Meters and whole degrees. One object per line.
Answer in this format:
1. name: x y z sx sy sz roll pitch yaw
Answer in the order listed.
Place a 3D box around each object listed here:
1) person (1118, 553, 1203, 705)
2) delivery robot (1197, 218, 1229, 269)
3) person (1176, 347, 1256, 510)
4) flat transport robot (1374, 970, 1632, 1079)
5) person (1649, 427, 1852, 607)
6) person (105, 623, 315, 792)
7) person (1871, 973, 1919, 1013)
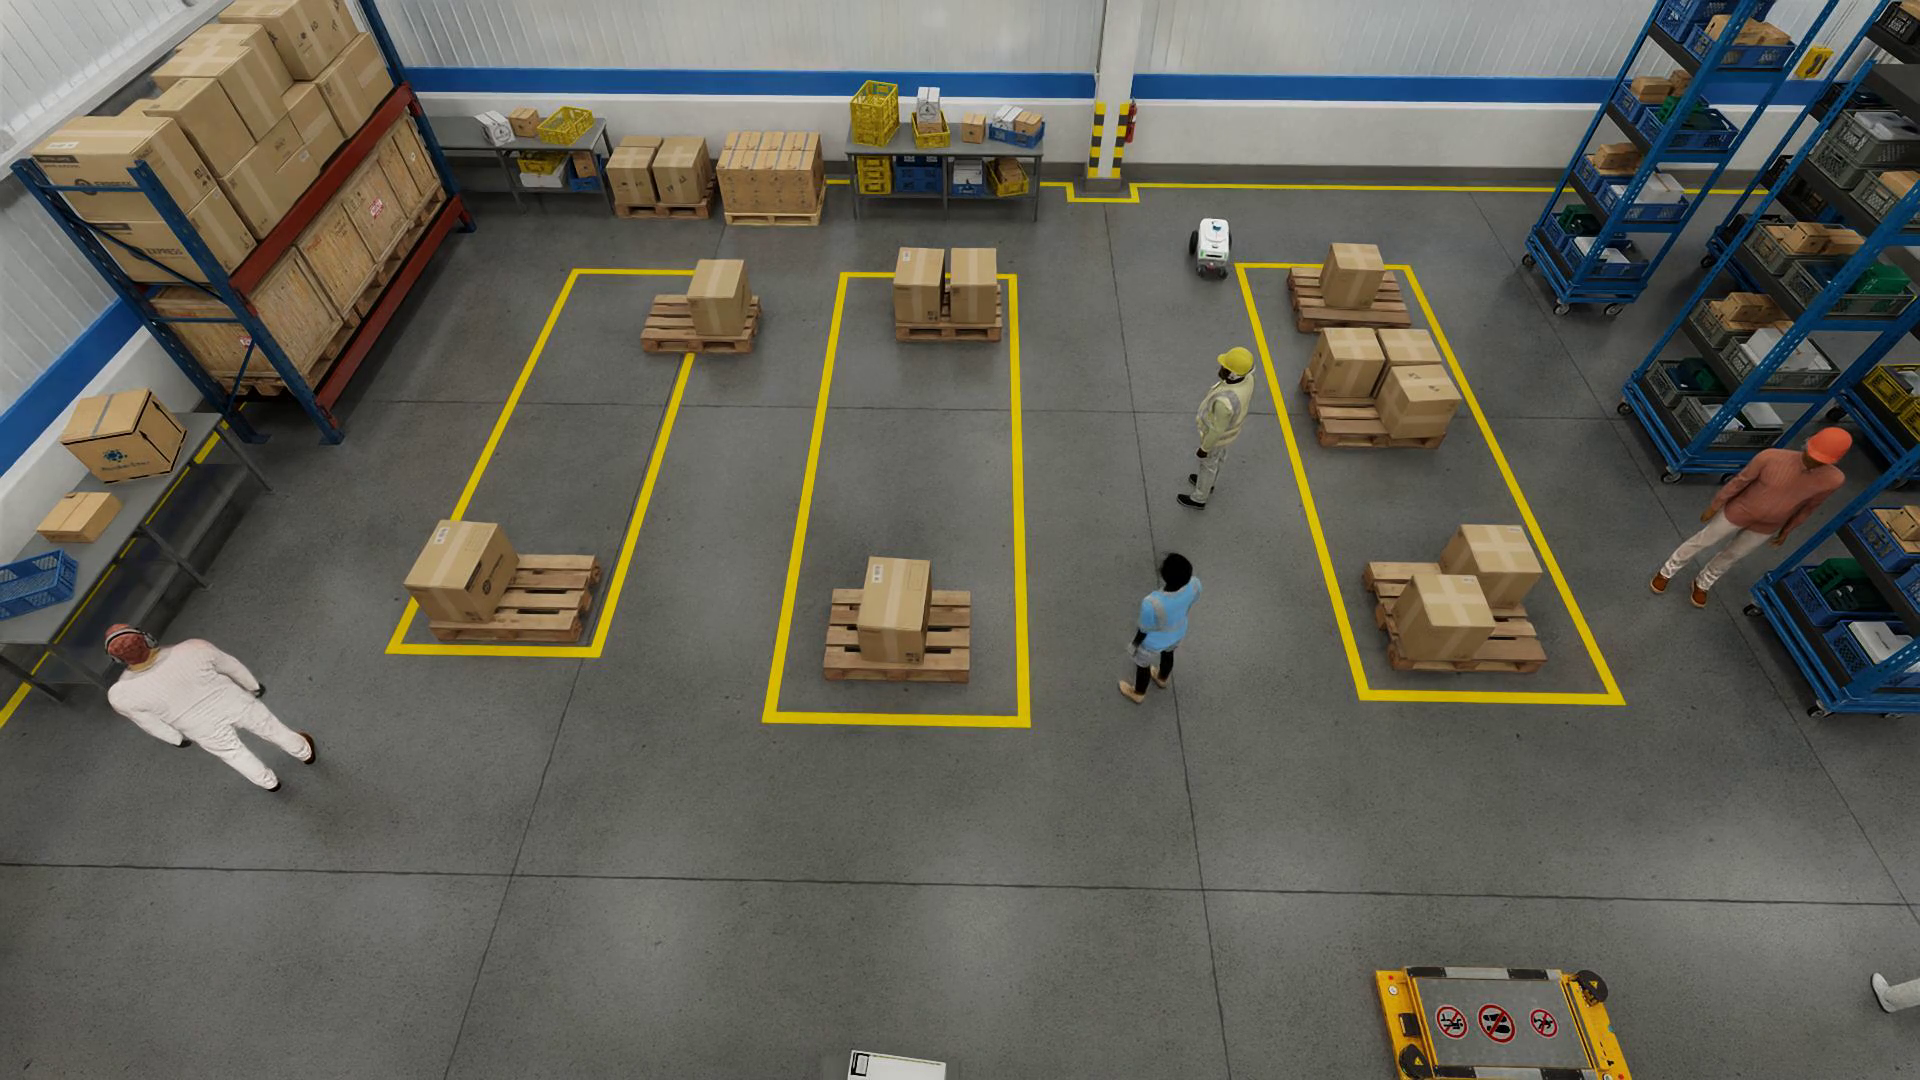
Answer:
1. person: 1.529 0.687 6.994 0.542 1.694 0.318 -27 56 -20
2. delivery robot: 3.098 -3.642 11.196 0.477 0.478 0.707 8 51 6
3. person: 2.325 -1.008 8.287 0.403 1.837 0.590 26 56 20
4. flat transport robot: 3.501 3.133 5.914 1.431 0.197 0.652 1 51 1
5. person: 6.493 -0.182 7.513 0.623 1.991 0.382 23 54 17
6. person: -5.284 1.178 6.460 0.409 1.907 0.651 32 58 23
7. person: 6.286 2.571 5.496 0.520 1.636 0.312 21 54 17
